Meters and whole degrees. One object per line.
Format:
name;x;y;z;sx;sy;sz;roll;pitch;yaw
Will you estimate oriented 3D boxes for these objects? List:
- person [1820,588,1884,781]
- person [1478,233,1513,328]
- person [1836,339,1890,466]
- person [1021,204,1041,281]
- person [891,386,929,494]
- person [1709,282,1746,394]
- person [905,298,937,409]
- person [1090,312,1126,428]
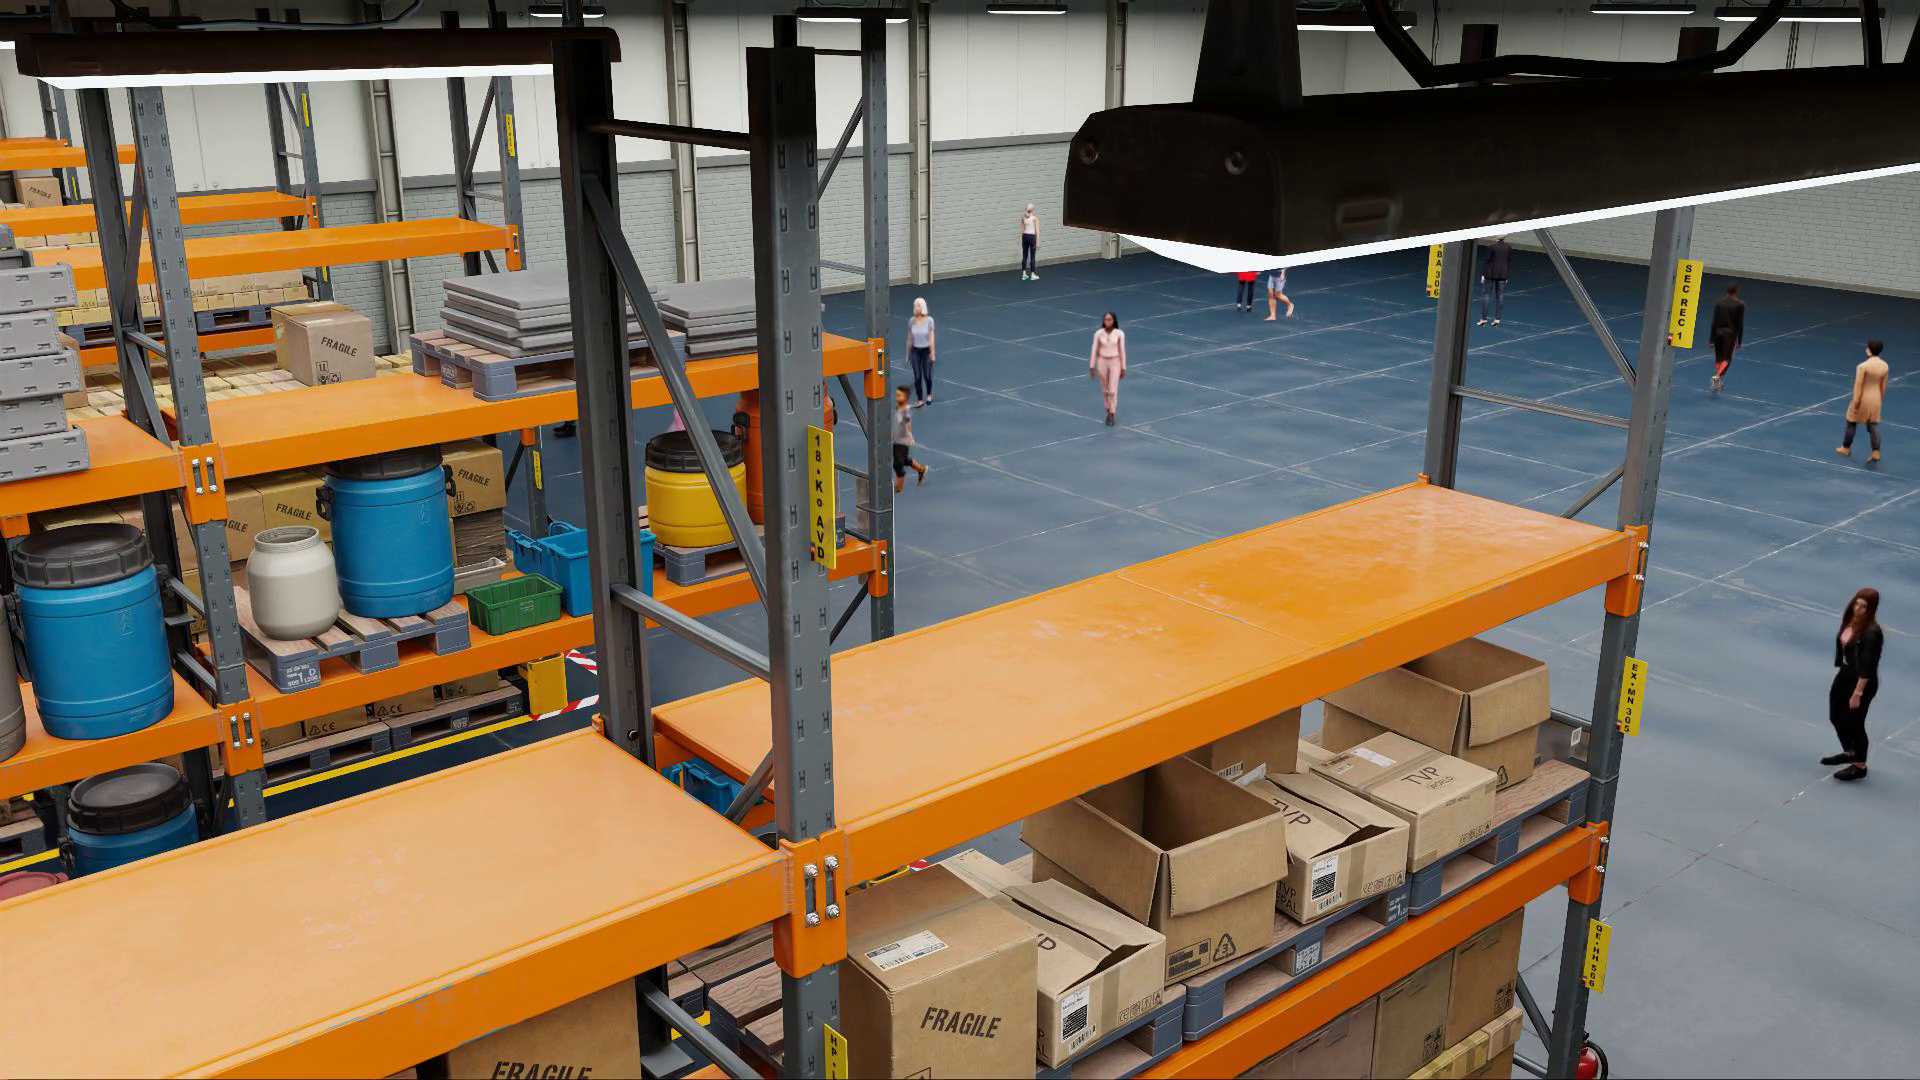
person;7.284;1.160;13.413;0.824;1.671;0.771;4;19;13
person;9.422;-4.658;29.348;0.810;1.781;0.792;0;18;-1
person;12.407;-1.857;22.636;1.163;1.697;1.131;-1;18;-4
person;1.569;-6.772;37.723;0.674;1.701;0.648;10;21;29
person;-0.704;-1.355;21.506;0.912;1.442;0.583;-13;22;-36
person;12.268;-3.230;26.711;0.776;1.786;1.130;14;23;36
person;-0.573;-2.916;25.858;0.725;1.716;0.760;5;19;16
person;2.233;-2.557;24.789;0.972;1.696;1.076;4;19;13
